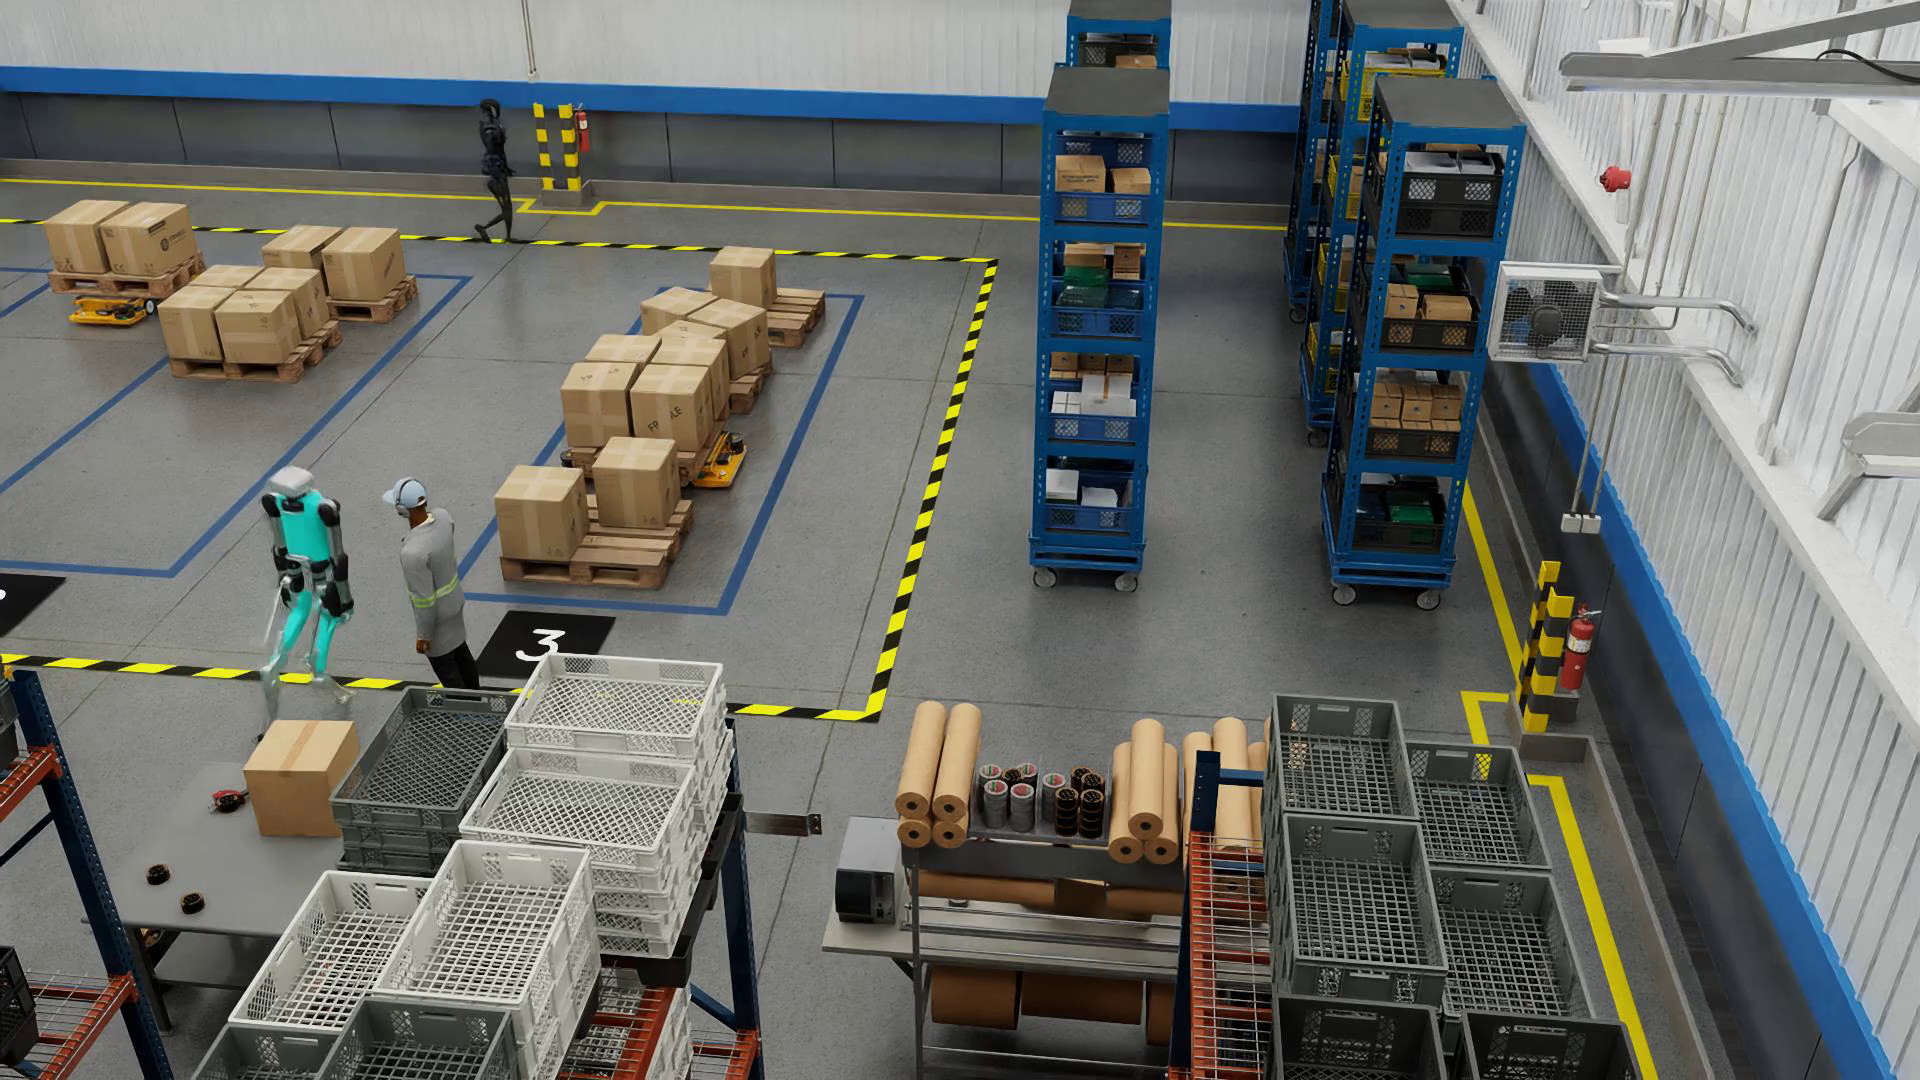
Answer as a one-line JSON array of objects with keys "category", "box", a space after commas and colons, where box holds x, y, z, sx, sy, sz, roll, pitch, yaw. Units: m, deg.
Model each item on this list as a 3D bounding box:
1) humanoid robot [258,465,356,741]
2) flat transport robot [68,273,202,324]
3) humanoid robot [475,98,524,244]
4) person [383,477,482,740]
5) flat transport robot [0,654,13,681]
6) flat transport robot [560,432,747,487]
[{"category": "humanoid robot", "box": [-4.206, 0.495, 10.385, 0.544, 1.764, 0.955, 9, 32, 16]}, {"category": "flat transport robot", "box": [-8.457, -2.577, 17.072, 0.652, 0.197, 1.431, 3, 30, 6]}, {"category": "humanoid robot", "box": [-5.123, -4.027, 18.201, 0.478, 1.644, 0.608, -2, 30, -3]}, {"category": "person", "box": [-3.283, 0.436, 10.352, 0.388, 1.849, 0.597, 2, 30, 3]}, {"category": "flat transport robot", "box": [-7.142, 0.969, 11.010, 1.431, 0.231, 0.659, 3, 30, 6]}, {"category": "flat transport robot", "box": [-2.554, -0.707, 13.861, 1.431, 0.197, 0.652, 3, 30, 6]}]
